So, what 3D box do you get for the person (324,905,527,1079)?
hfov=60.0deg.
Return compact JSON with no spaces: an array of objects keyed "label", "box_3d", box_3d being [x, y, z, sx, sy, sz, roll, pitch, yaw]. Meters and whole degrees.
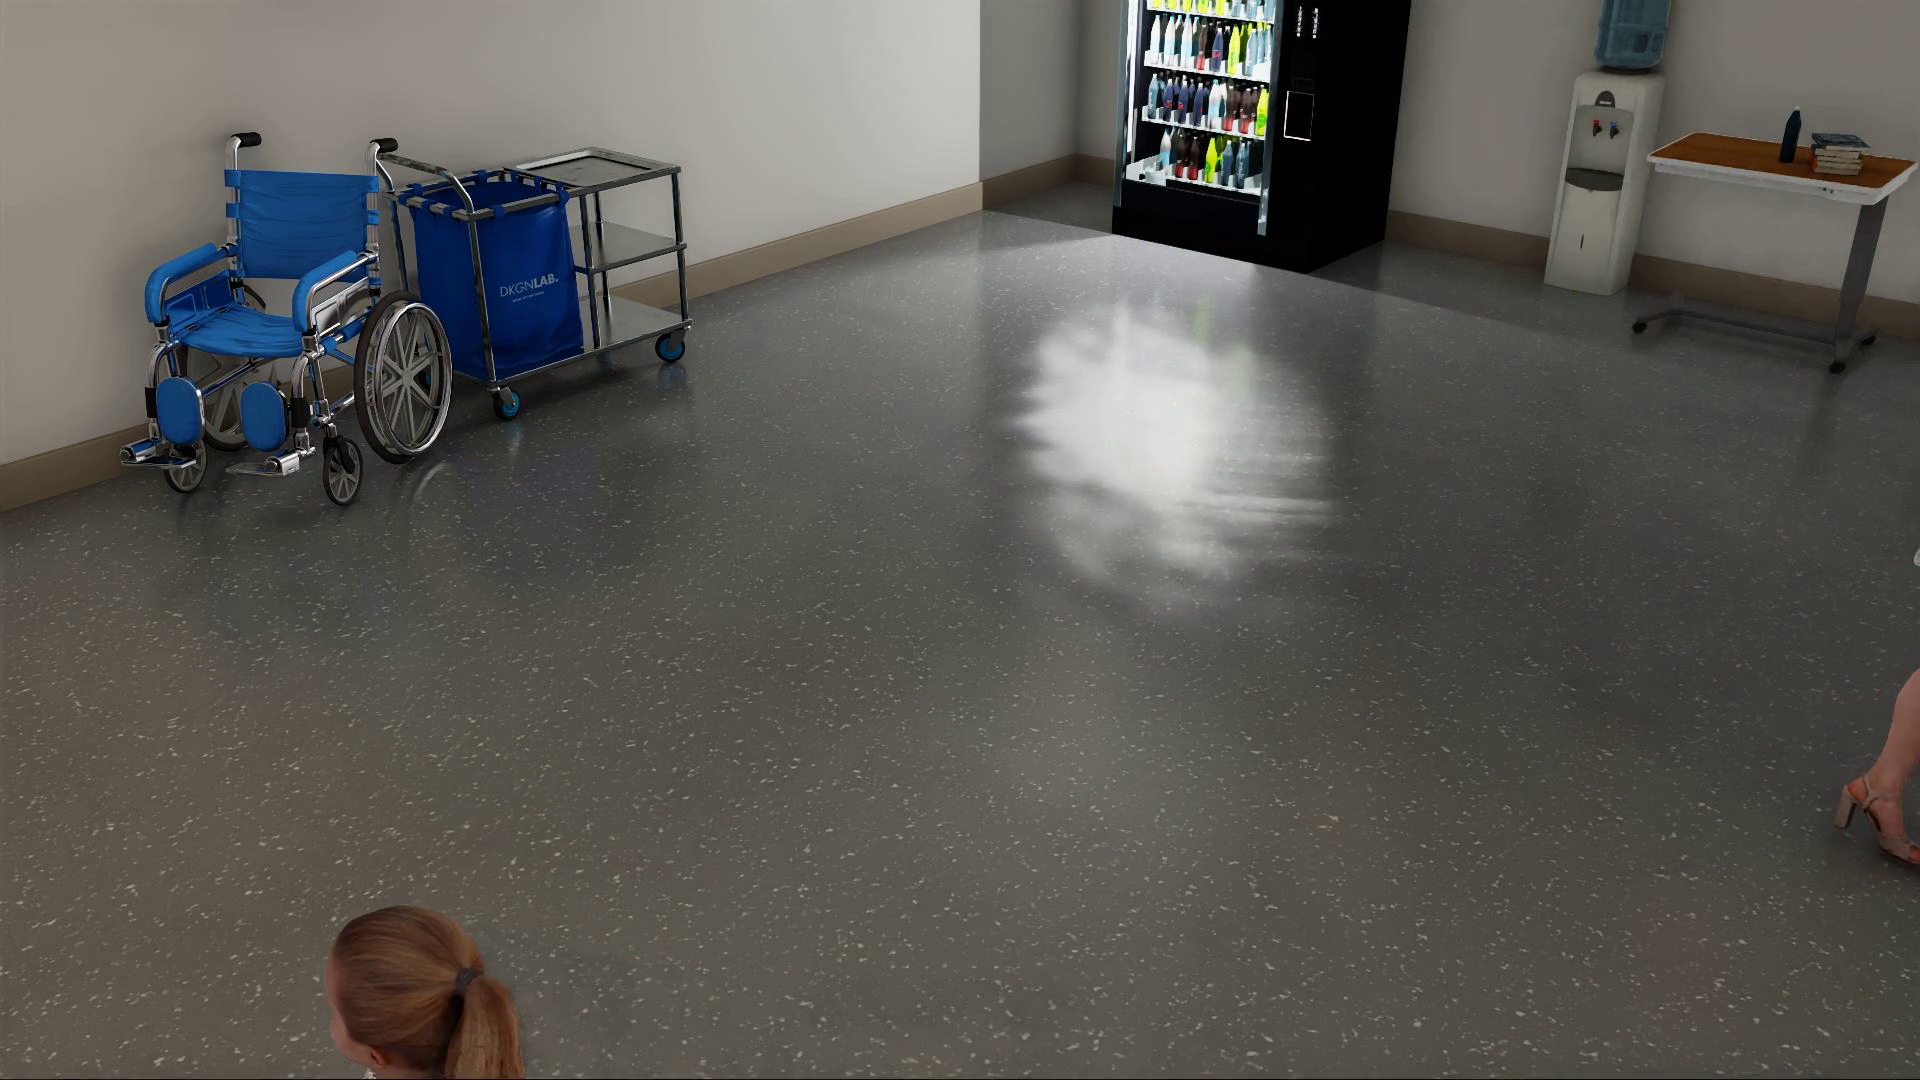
[{"label":"person","box_3d":[-0.578,1.016,2.106,0.942,1.248,0.761,6,26,12]}]
